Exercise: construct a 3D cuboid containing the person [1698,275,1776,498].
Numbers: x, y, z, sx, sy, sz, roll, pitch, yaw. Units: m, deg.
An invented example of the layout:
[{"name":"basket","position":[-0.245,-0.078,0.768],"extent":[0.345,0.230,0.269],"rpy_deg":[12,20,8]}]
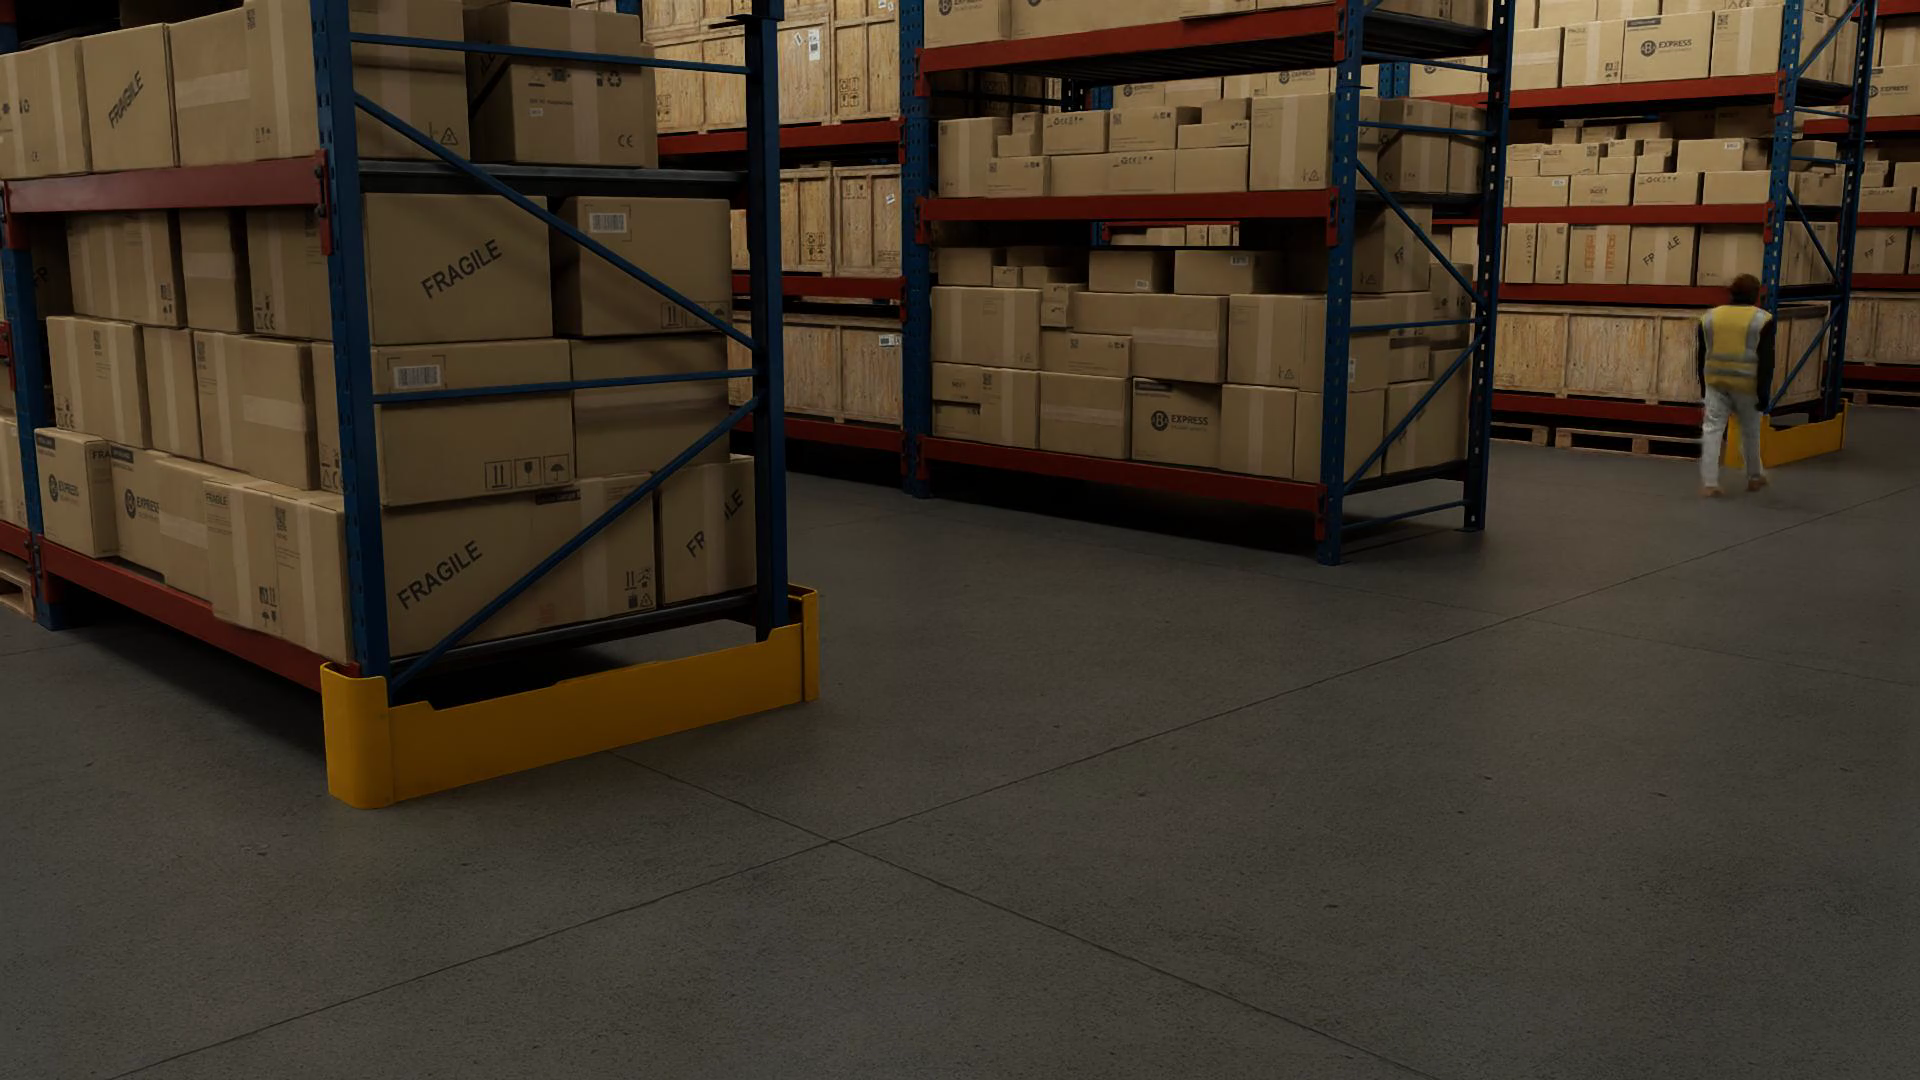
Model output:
[{"name":"person","position":[6.398,-1.262,13.661],"extent":[0.919,1.800,0.648],"rpy_deg":[-10,14,-43]}]
